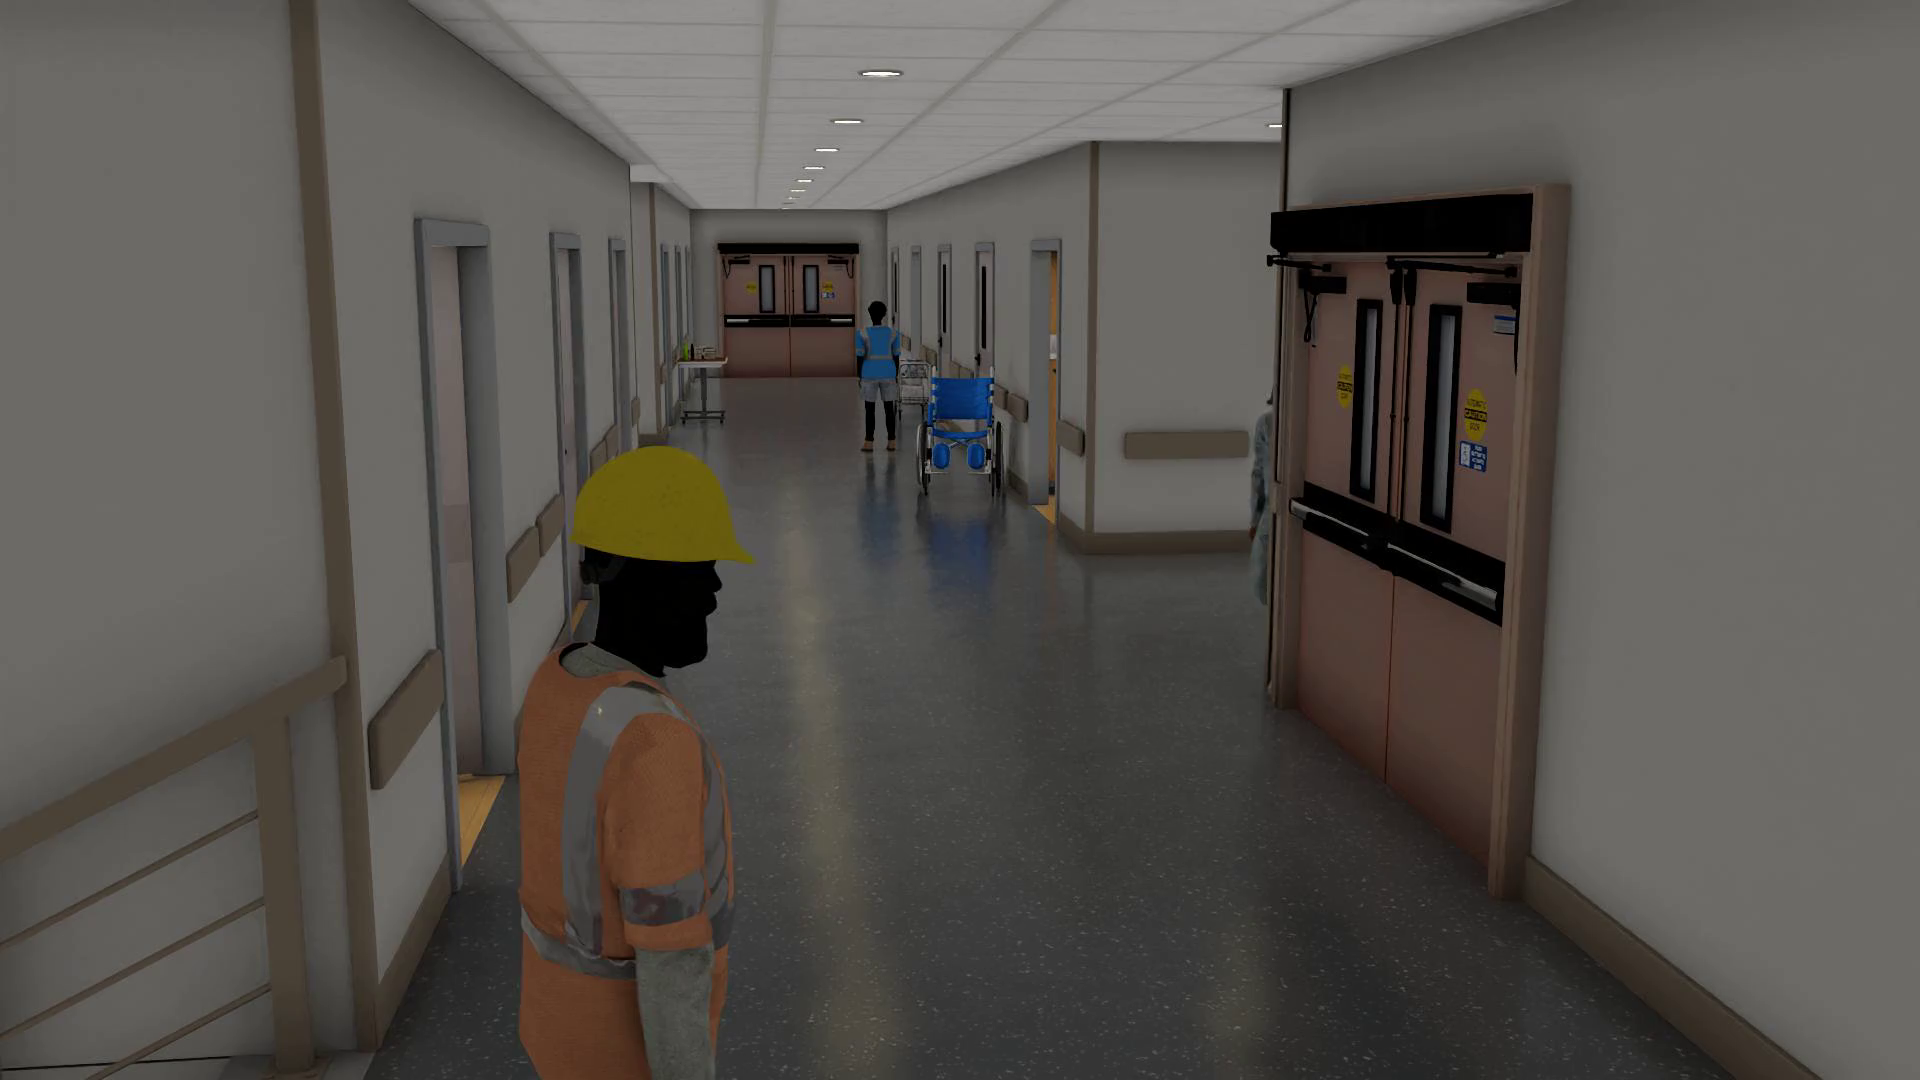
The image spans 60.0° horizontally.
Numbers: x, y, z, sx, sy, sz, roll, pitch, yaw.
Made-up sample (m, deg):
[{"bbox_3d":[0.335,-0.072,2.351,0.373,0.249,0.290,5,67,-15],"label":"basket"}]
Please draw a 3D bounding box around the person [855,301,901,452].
[{"bbox_3d":[-0.923,-1.835,18.719,0.536,1.697,0.318,-3,10,-18],"label":"person"}]

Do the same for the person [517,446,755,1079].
[{"bbox_3d":[-0.506,0.805,2.711,0.398,1.918,0.587,-5,11,-26],"label":"person"}]
